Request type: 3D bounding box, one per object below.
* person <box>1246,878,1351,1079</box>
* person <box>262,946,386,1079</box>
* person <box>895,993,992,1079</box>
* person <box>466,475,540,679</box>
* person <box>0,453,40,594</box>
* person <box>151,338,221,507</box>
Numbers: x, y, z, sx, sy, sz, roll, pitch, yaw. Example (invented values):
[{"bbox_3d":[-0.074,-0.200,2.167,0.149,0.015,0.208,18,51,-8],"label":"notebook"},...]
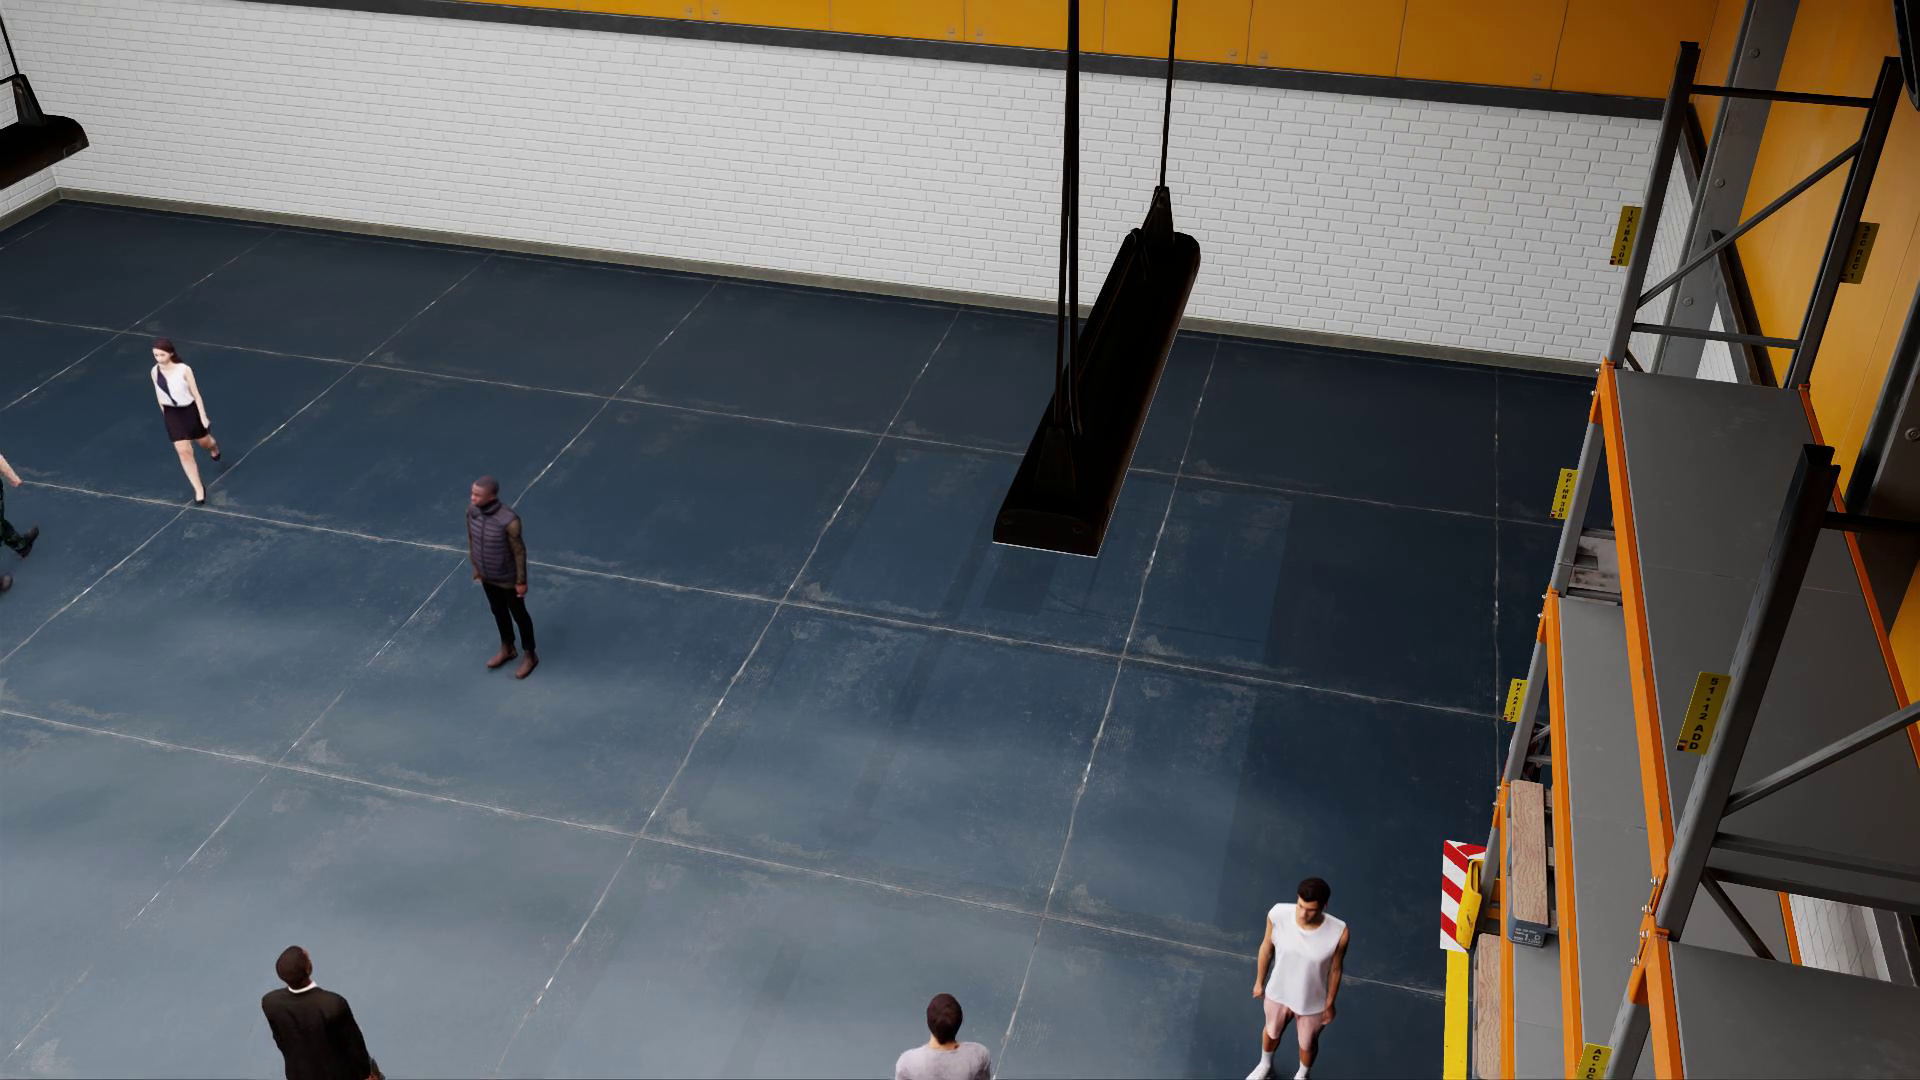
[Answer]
[{"bbox_3d":[1.985,2.615,9.705,0.686,1.786,0.617,15,37,22],"label":"person"},{"bbox_3d":[-3.500,2.967,9.168,0.740,1.795,0.674,3,34,4],"label":"person"},{"bbox_3d":[-0.093,3.177,8.821,0.875,1.828,0.941,-4,34,-6],"label":"person"},{"bbox_3d":[-3.633,0.261,13.201,0.750,1.837,0.670,18,37,24],"label":"person"},{"bbox_3d":[-8.392,-0.369,14.132,0.770,1.855,1.193,5,34,7],"label":"person"},{"bbox_3d":[-7.200,-1.164,15.538,0.813,1.623,1.083,-3,34,-5],"label":"person"}]
